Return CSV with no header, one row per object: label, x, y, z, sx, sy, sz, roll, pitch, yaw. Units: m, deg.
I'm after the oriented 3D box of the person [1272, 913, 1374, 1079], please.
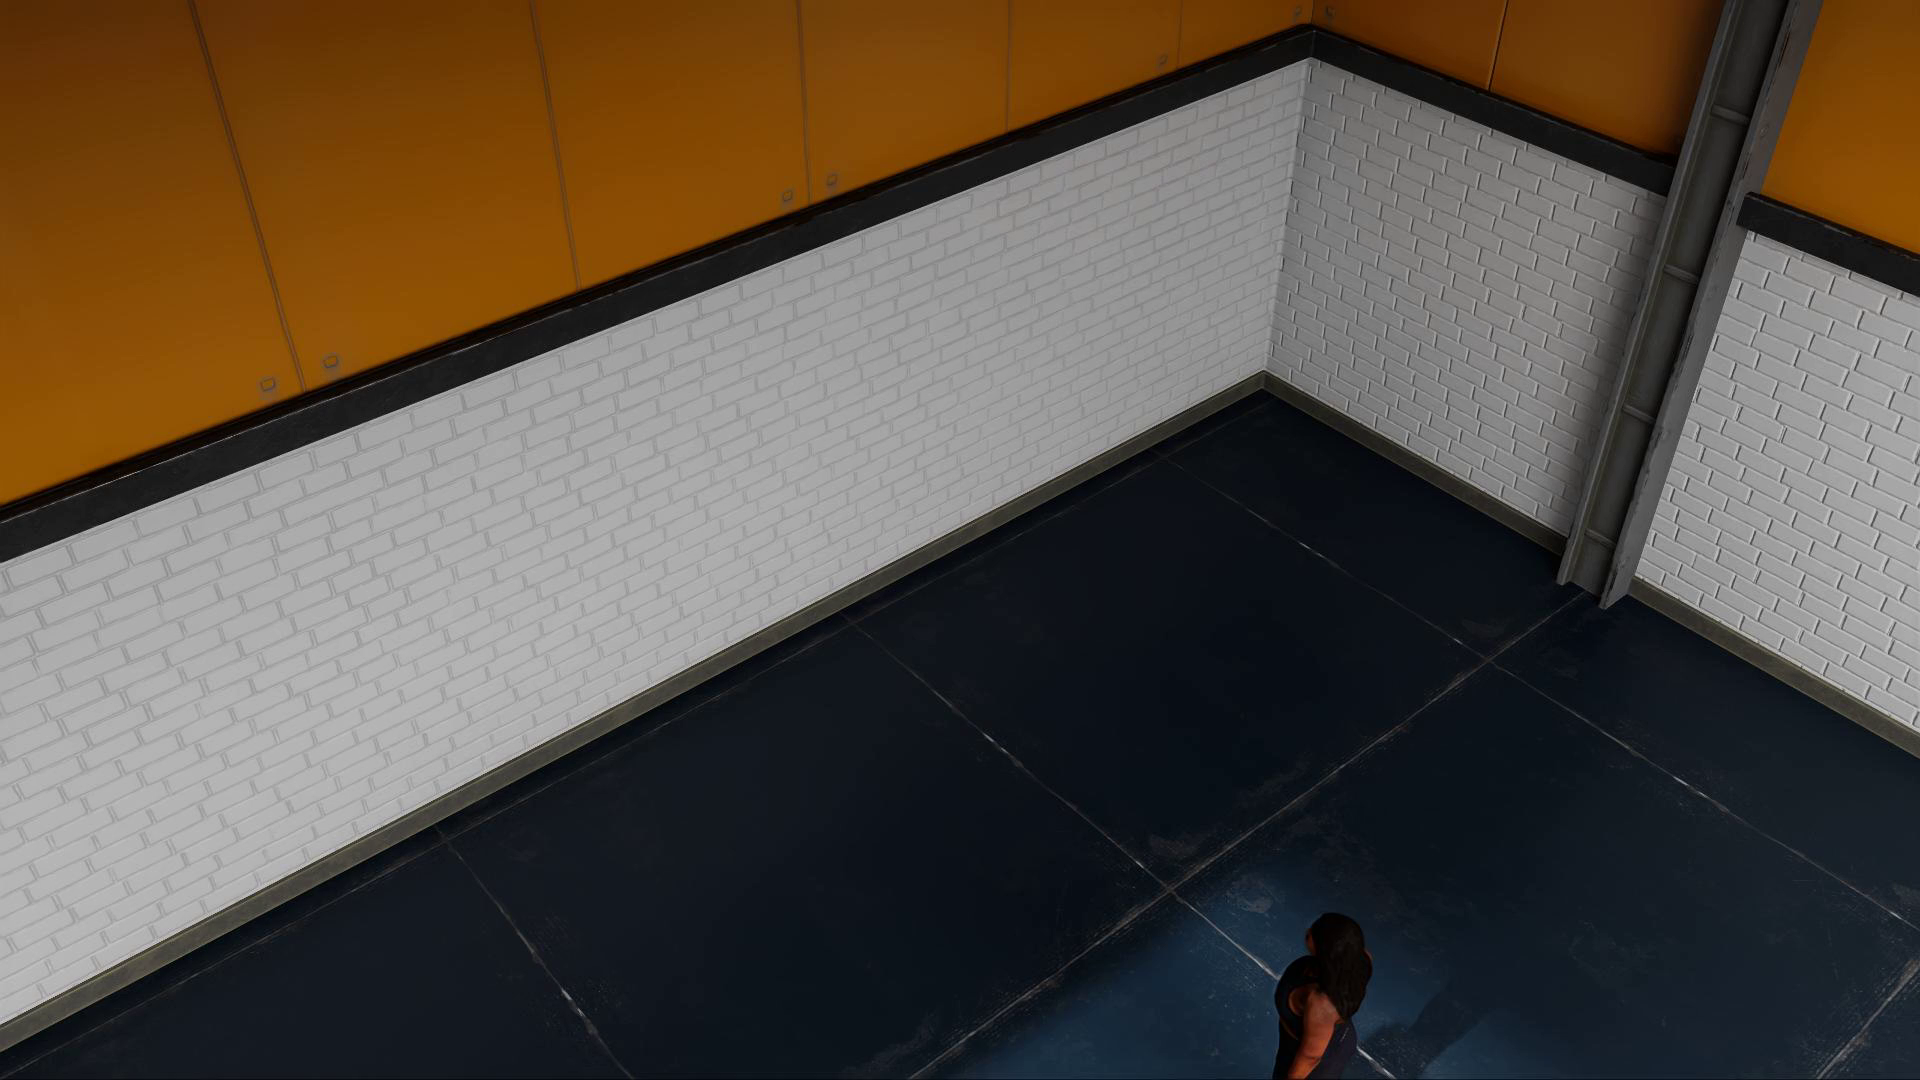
person,1.626,2.328,7.630,0.706,1.816,0.729,22,44,26
